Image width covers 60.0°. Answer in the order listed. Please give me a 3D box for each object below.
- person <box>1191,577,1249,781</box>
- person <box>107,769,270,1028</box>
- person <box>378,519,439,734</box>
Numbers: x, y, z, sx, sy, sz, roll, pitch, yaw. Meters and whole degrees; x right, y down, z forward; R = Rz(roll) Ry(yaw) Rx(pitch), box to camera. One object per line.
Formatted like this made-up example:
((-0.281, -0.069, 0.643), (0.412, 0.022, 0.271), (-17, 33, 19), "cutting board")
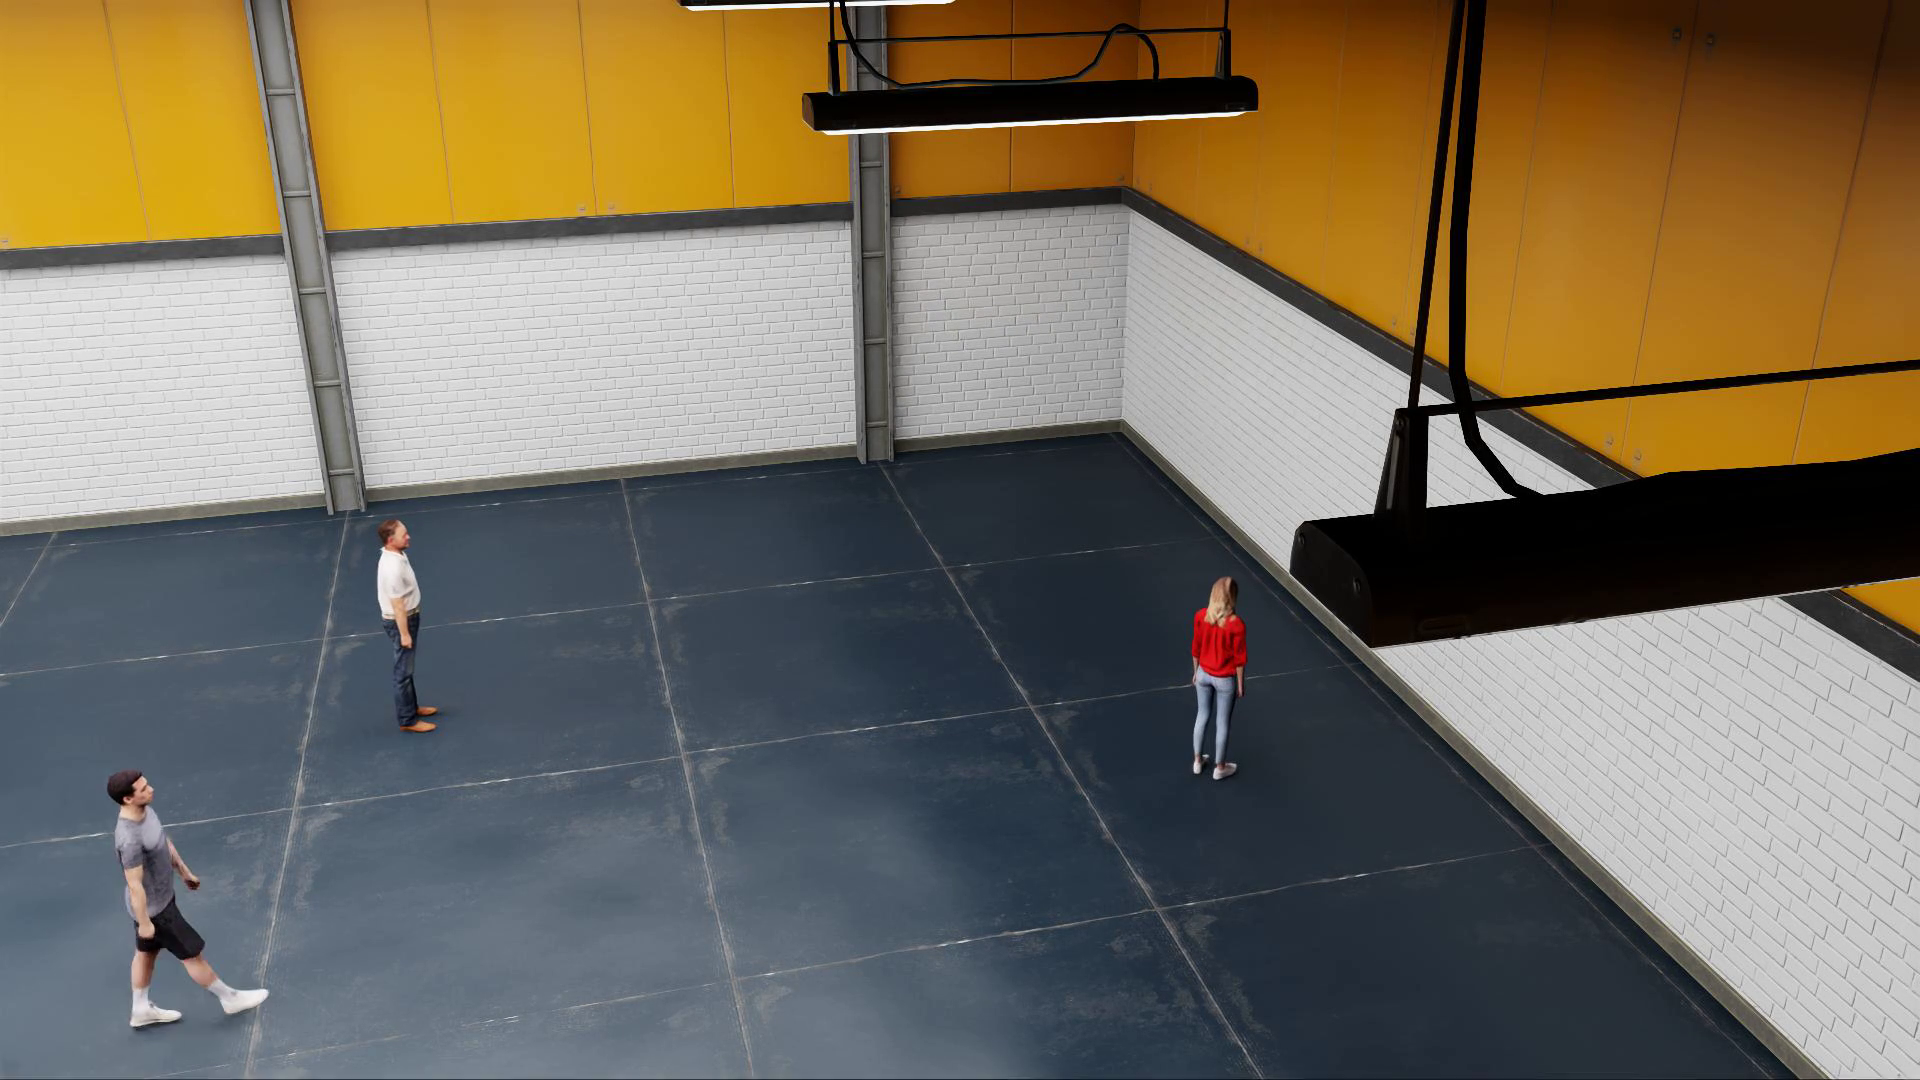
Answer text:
((2.019, 1.079, 13.076), (0.692, 1.704, 0.726), (16, 28, 33), "person")
((-5.075, 2.238, 10.249), (1.062, 1.845, 0.679), (-7, 25, -16), "person")
((-4.641, 0.686, 13.787), (0.575, 1.854, 0.663), (-5, 24, -10), "person")
